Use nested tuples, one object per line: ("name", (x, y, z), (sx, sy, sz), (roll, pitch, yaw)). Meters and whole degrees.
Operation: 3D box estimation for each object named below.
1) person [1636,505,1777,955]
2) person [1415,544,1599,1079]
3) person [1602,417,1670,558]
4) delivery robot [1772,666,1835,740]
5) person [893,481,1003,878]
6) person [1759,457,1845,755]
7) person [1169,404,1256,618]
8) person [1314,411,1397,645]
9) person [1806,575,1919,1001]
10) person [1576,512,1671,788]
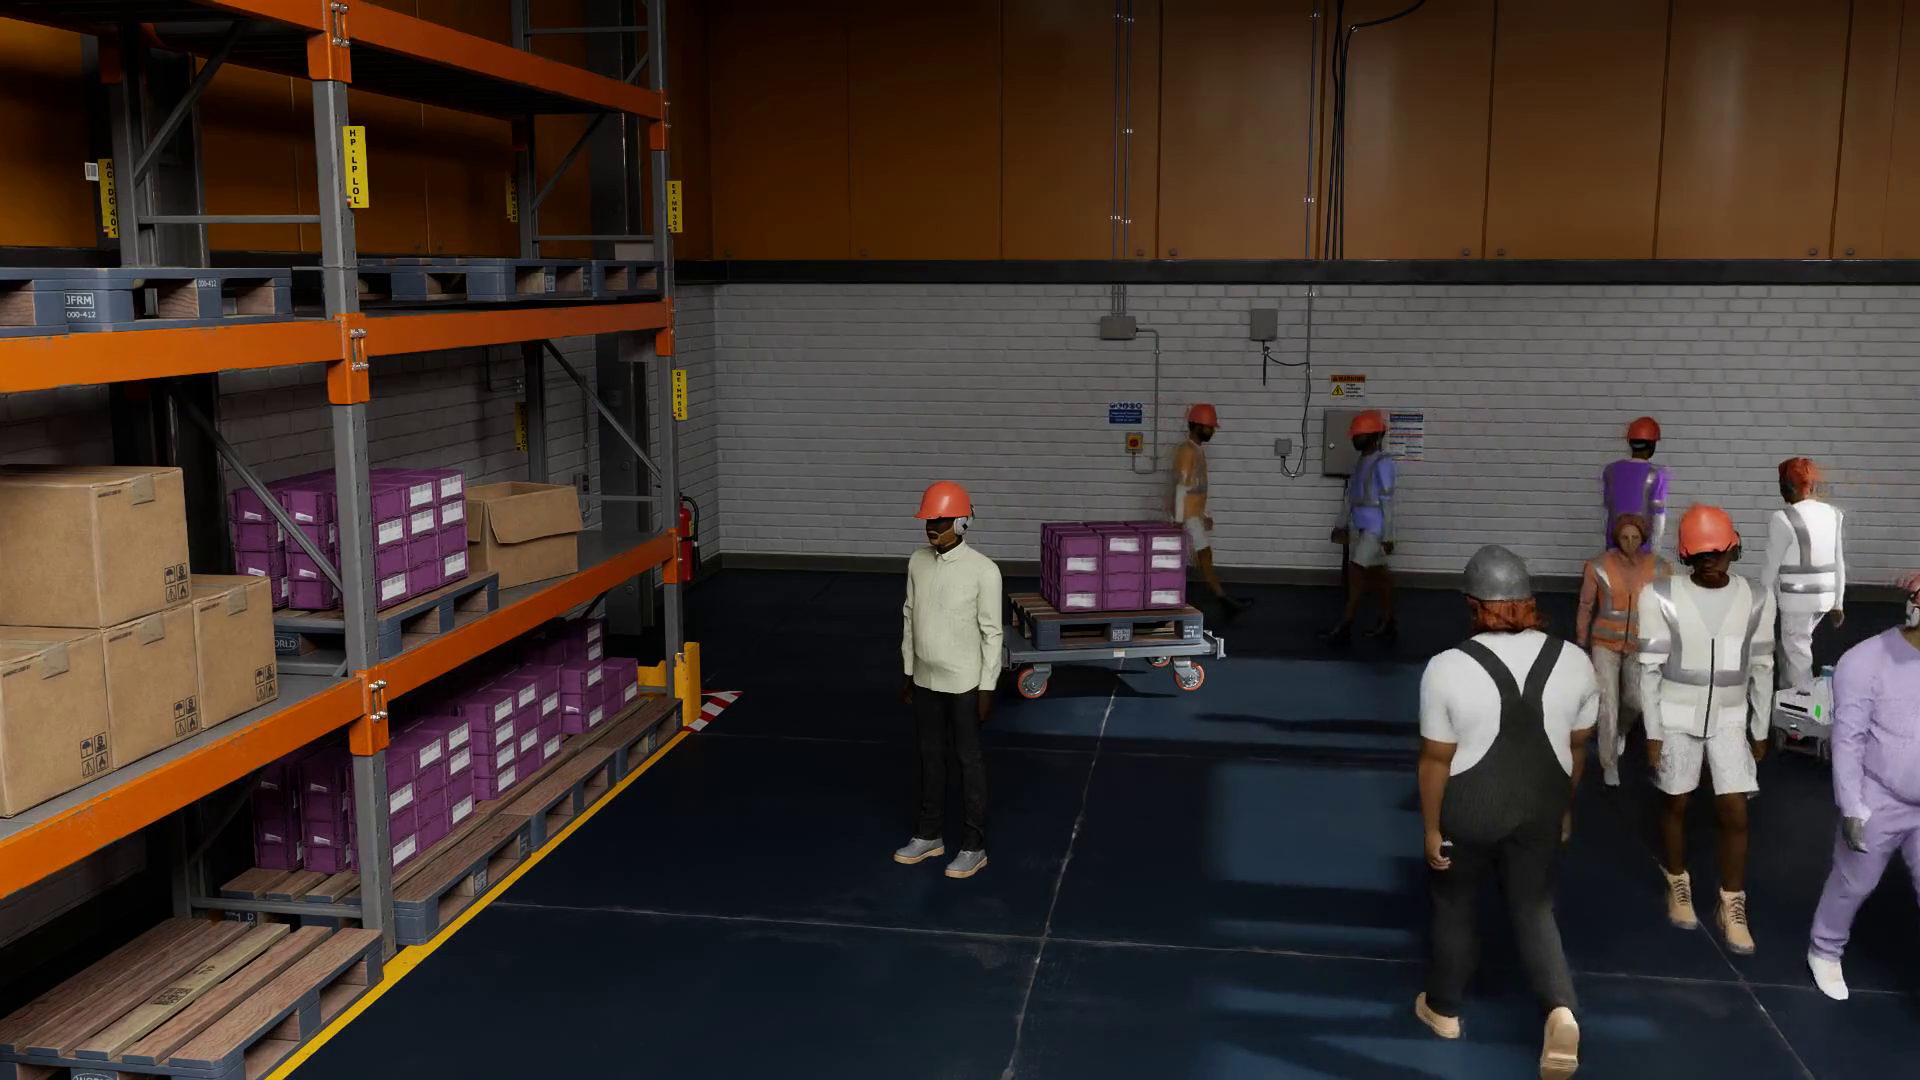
("person", (3.343, 0.835, 7.464), (0.619, 1.998, 0.789), (2, 9, 10))
("person", (2.057, 1.004, 6.304), (0.688, 2.000, 0.818), (0, 9, -2))
("person", (5.166, 0.021, 12.733), (0.504, 1.919, 0.542), (-8, 12, -41))
("delivery robot", (5.434, 1.031, 10.416), (0.707, 0.478, 0.477), (-5, 10, -29))
("person", (-0.063, 0.691, 8.373), (0.609, 1.995, 0.378), (8, 12, 39))
("person", (5.294, 0.409, 10.562), (0.589, 1.847, 0.627), (-5, 10, -27))
("person", (2.069, -0.249, 14.546), (1.034, 1.867, 0.560), (2, 9, 13))
("person", (3.222, -0.096, 13.531), (0.887, 1.901, 0.571), (-1, 9, -6))
("person", (3.770, 1.044, 6.628), (0.651, 1.881, 0.853), (1, 9, 4))
("person", (3.951, 0.618, 9.968), (0.521, 1.615, 0.666), (2, 9, 10))
